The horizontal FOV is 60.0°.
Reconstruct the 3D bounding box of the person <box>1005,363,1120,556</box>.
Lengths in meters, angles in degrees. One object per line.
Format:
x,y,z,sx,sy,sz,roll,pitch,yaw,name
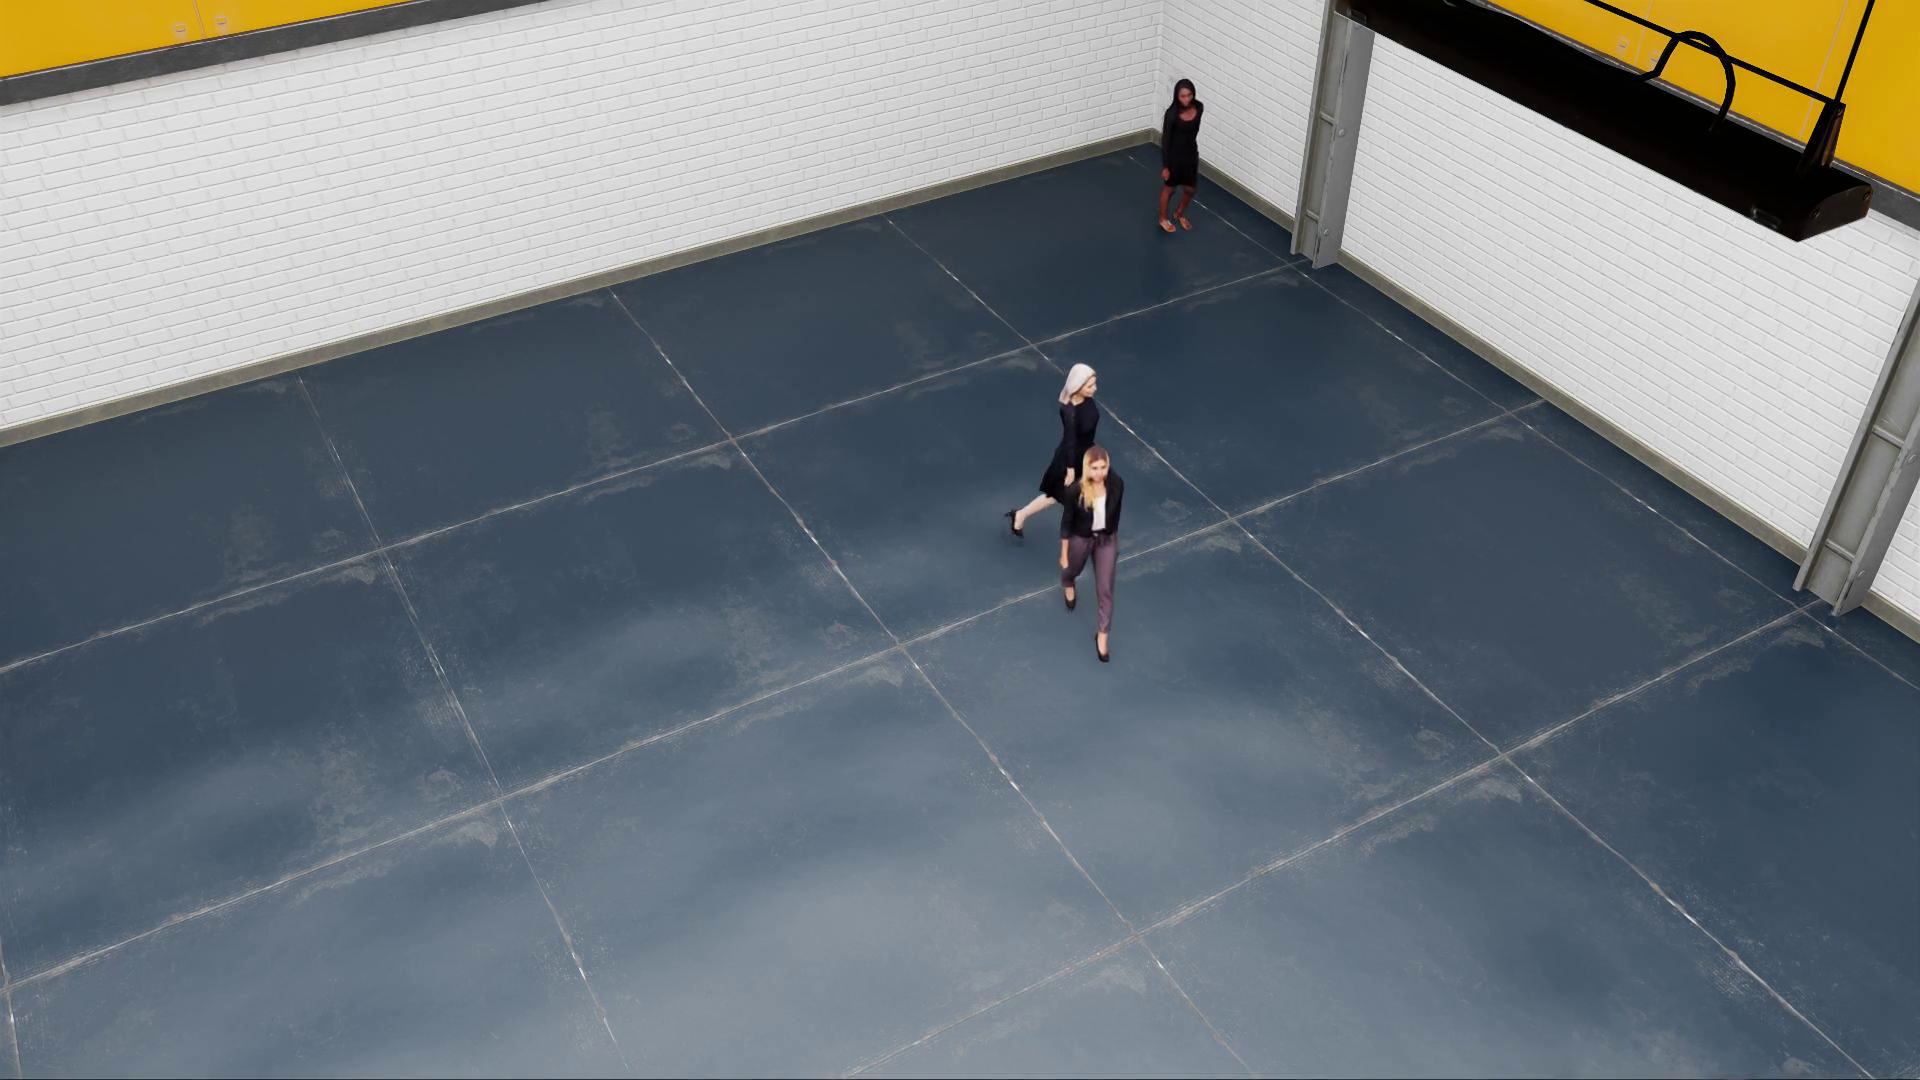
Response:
0.761,-0.579,12.397,1.175,1.705,1.065,13,40,15,person

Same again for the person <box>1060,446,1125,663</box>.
0.889,-0.004,11.744,0.827,1.621,1.117,-8,39,-9,person

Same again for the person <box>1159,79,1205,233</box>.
2.138,-3.800,16.443,0.653,1.688,0.679,-22,44,-25,person
